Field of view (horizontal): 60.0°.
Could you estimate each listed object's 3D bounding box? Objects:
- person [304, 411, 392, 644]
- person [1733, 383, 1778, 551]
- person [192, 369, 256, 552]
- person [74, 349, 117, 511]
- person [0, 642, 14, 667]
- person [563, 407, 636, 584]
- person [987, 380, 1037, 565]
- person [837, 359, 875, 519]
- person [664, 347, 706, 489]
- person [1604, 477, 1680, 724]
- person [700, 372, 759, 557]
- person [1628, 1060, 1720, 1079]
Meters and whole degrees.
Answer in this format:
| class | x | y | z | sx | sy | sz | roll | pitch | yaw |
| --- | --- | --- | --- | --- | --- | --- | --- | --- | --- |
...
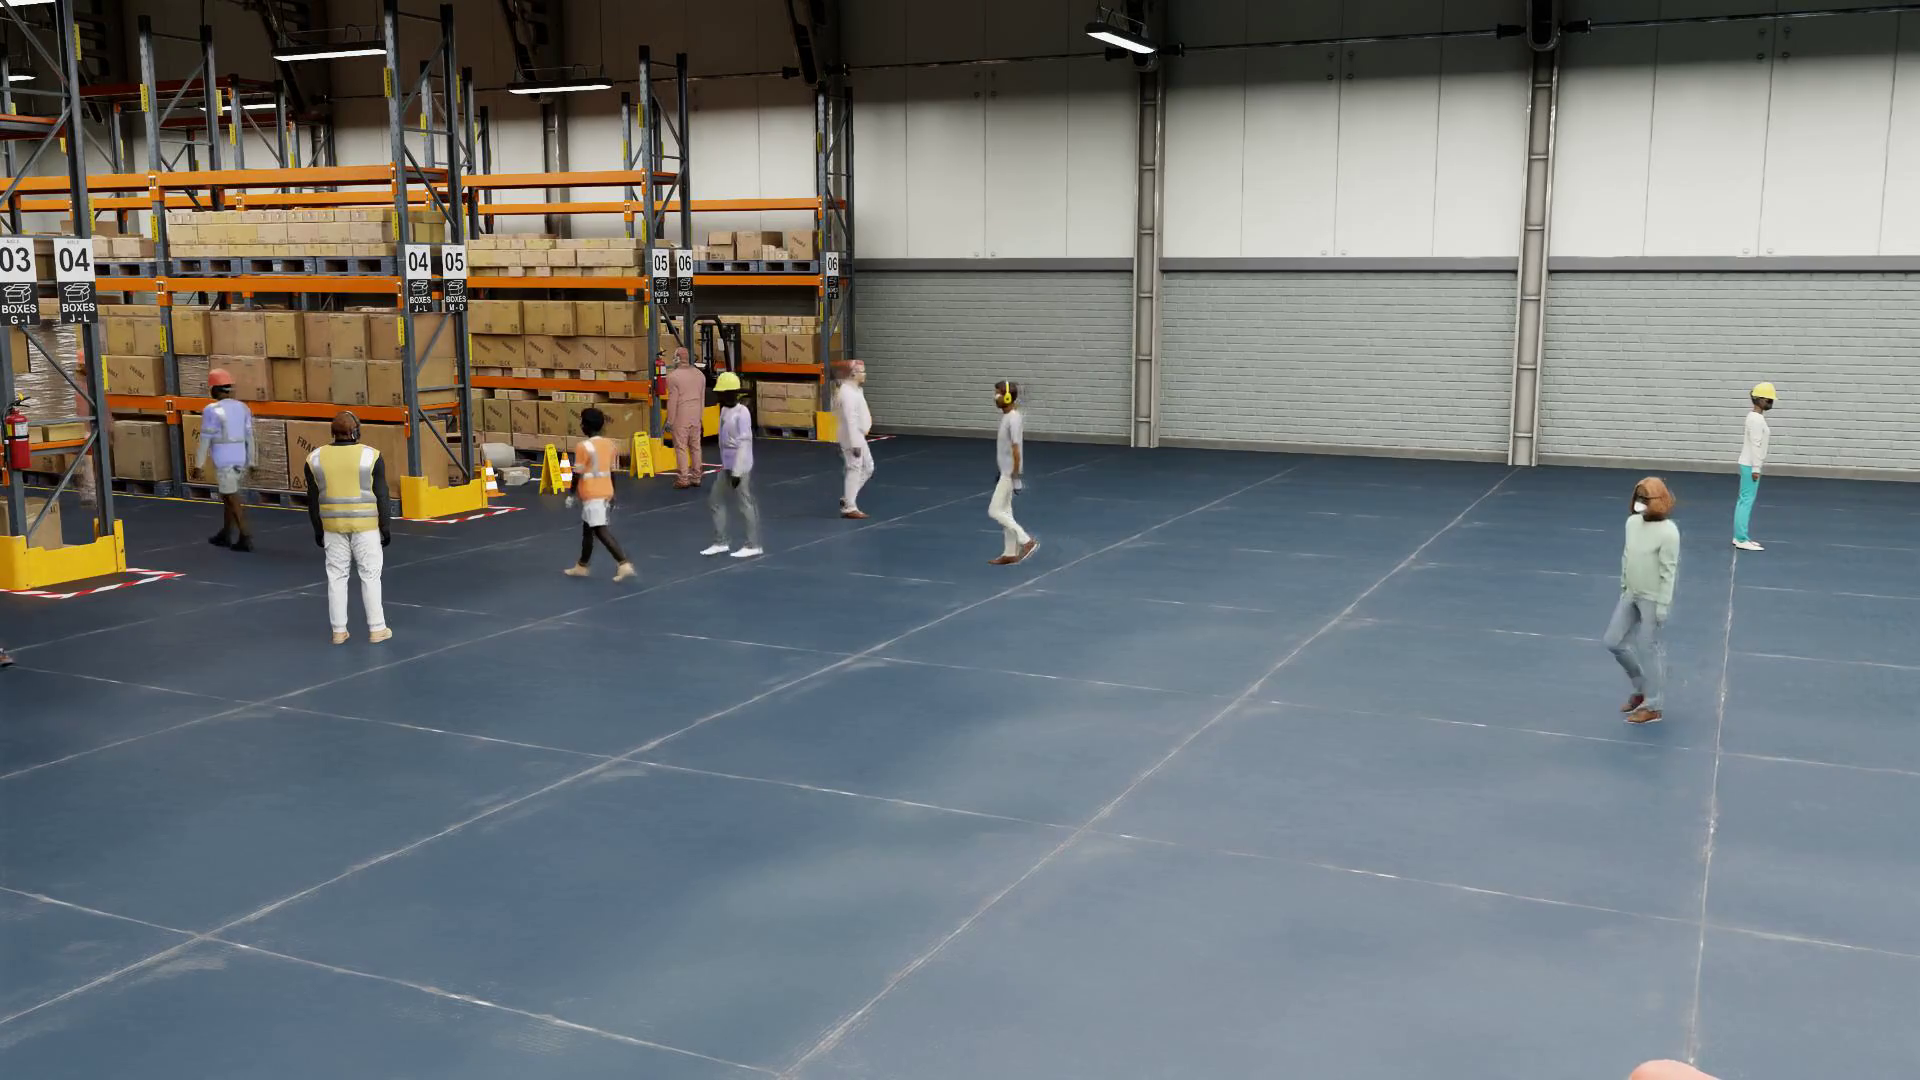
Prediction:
| class | x | y | z | sx | sy | sz | roll | pitch | yaw |
| --- | --- | --- | --- | --- | --- | --- | --- | --- | --- |
| person | -4.794 | -0.096 | 13.115 | 0.625 | 1.844 | 0.429 | -1 | 9 | -6 |
| person | 8.380 | -0.775 | 17.522 | 0.336 | 1.762 | 0.526 | 4 | 10 | 21 |
| person | -7.756 | -0.827 | 17.399 | 0.853 | 1.903 | 0.551 | 3 | 10 | 19 |
| person | -10.545 | -1.335 | 20.295 | 0.807 | 1.969 | 0.646 | 3 | 10 | 19 |
| person | -7.518 | 0.017 | 12.308 | 1.038 | 1.887 | 0.655 | 5 | 10 | 28 |
| person | -3.409 | -0.421 | 15.667 | 0.841 | 1.658 | 0.533 | 3 | 10 | 18 |
| person | 0.469 | -0.659 | 16.519 | 0.429 | 1.856 | 0.520 | 0 | 9 | 0 |
| person | -1.222 | -1.187 | 19.644 | 0.441 | 1.890 | 0.675 | 0 | 9 | -1 |
| person | -3.696 | -1.621 | 22.342 | 0.457 | 1.916 | 0.676 | 7 | 12 | 38 |
| person | 4.418 | 0.394 | 10.777 | 0.350 | 1.617 | 0.519 | -2 | 10 | -15 |
| person | -2.382 | -0.750 | 16.922 | 0.725 | 1.902 | 0.630 | -5 | 11 | -29 |
| person | 0.958 | 1.632 | 2.232 | 0.376 | 1.934 | 0.547 | 6 | 11 | 33 |
